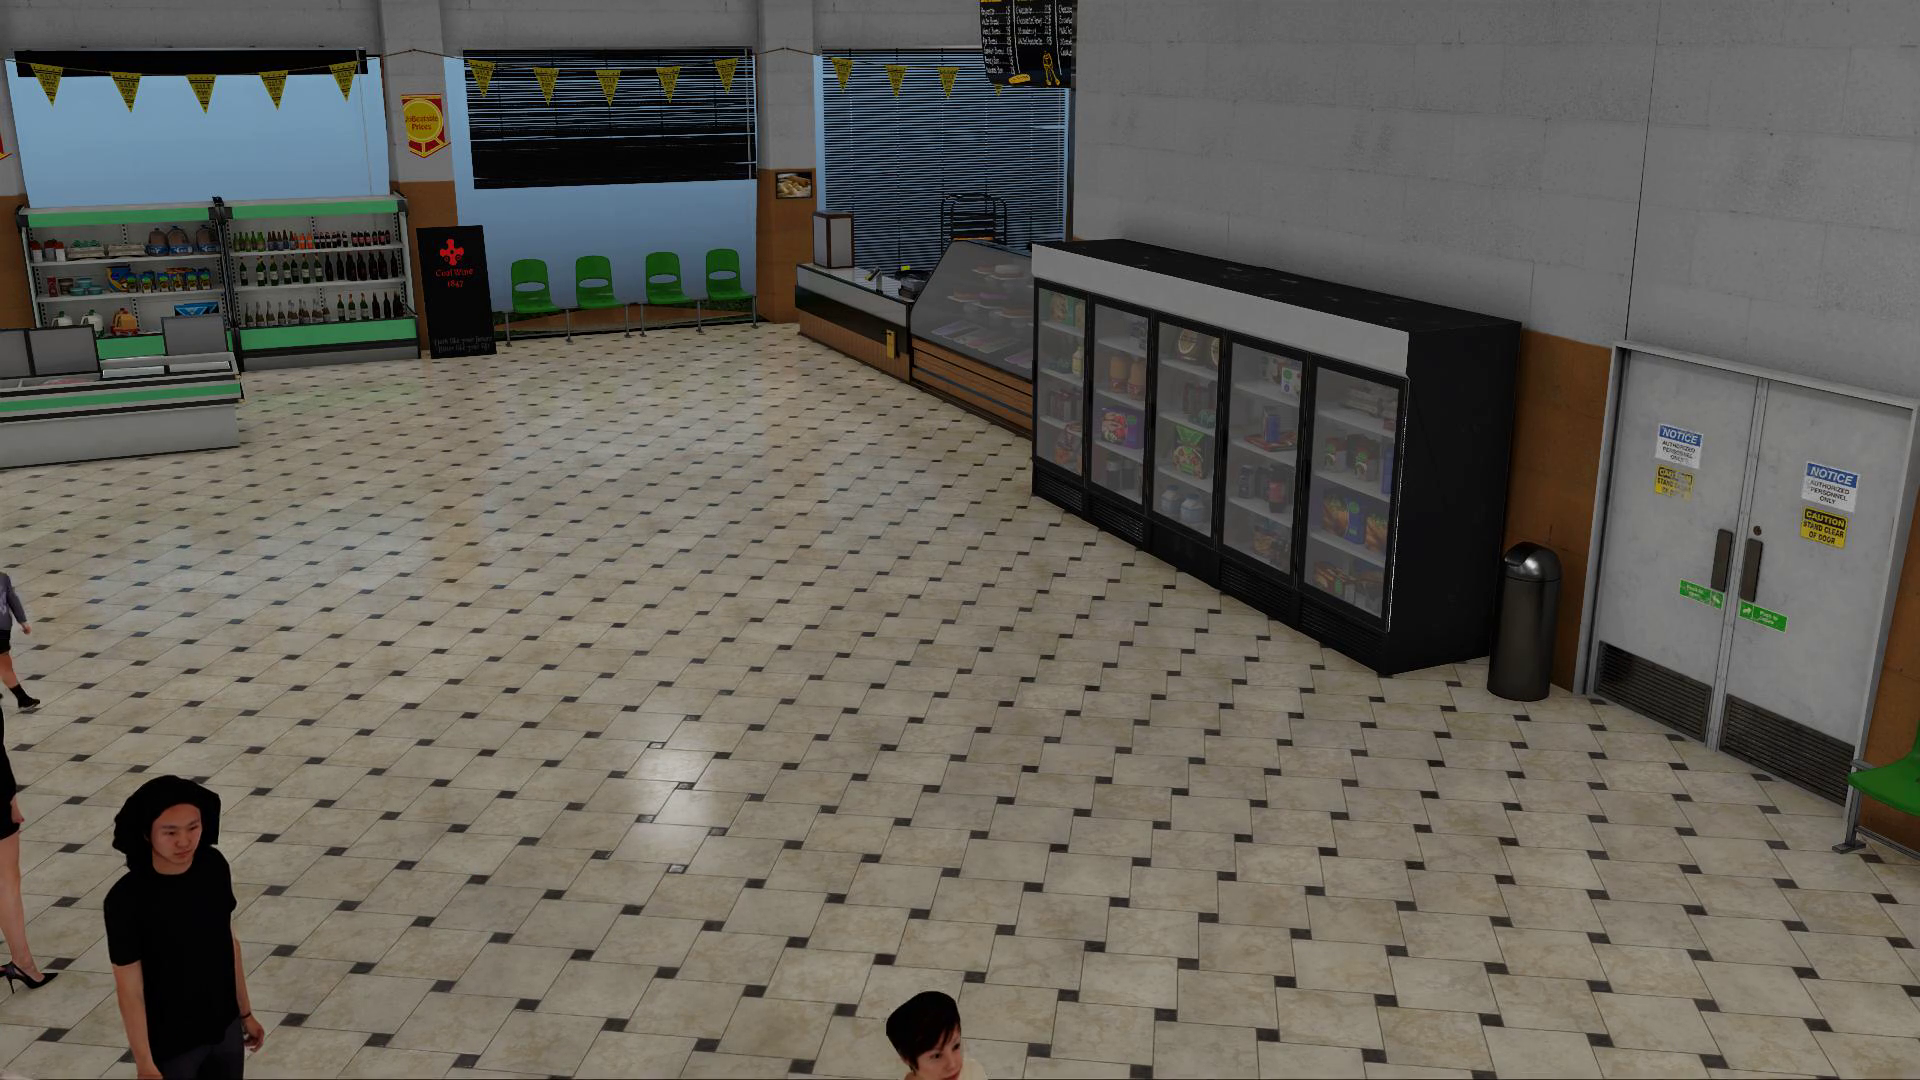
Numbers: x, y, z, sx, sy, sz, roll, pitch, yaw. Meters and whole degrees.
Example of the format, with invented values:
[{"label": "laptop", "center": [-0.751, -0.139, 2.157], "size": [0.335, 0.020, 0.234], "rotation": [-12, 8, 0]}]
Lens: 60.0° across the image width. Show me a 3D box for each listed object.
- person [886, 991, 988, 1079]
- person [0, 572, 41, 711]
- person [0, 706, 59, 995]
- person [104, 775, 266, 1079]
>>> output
[{"label": "person", "center": [-0.108, 1.982, 4.783], "size": [0.738, 1.574, 0.765], "rotation": [-14, 22, -39]}, {"label": "person", "center": [-6.083, 0.531, 10.406], "size": [0.833, 1.082, 0.764], "rotation": [6, 18, 18]}, {"label": "person", "center": [-4.267, 1.138, 7.226], "size": [0.638, 1.769, 0.698], "rotation": [6, 18, 19]}, {"label": "person", "center": [-2.577, 1.615, 5.546], "size": [0.766, 1.832, 0.685], "rotation": [8, 19, 24]}]
